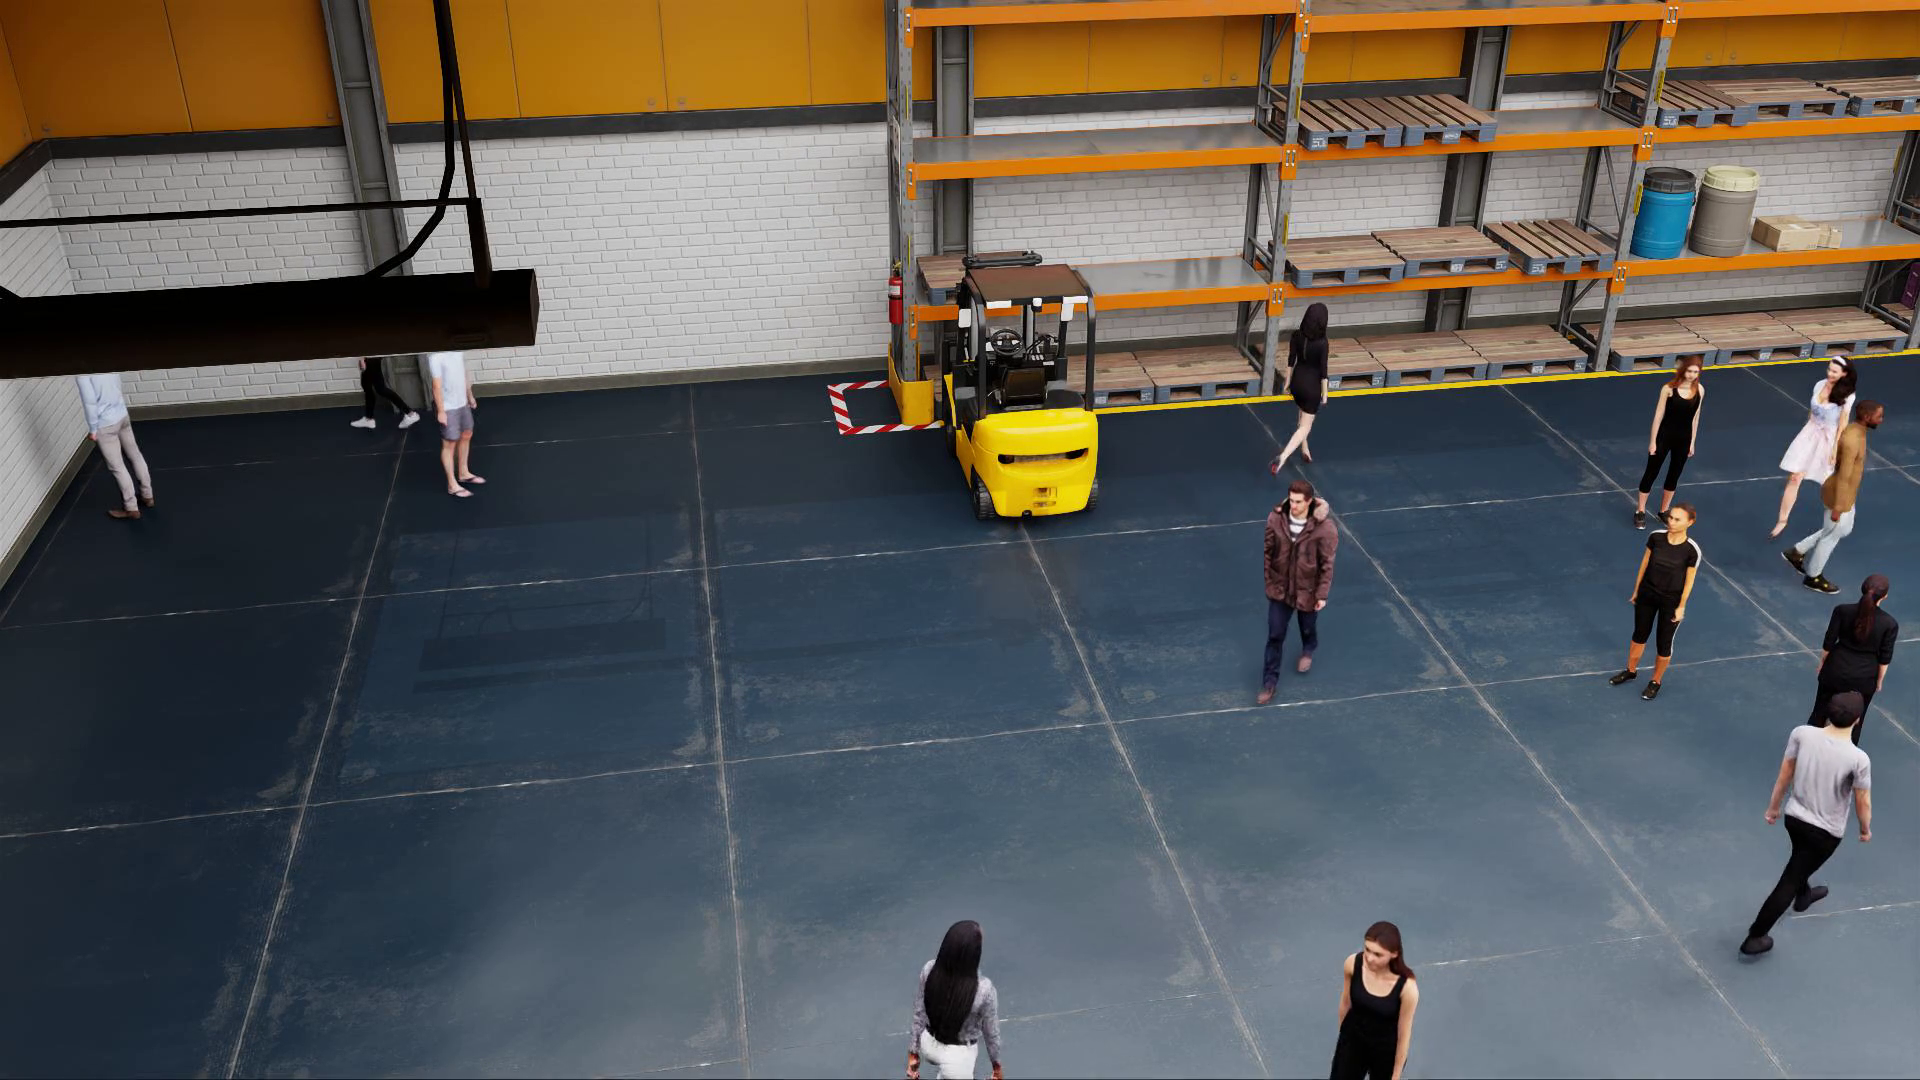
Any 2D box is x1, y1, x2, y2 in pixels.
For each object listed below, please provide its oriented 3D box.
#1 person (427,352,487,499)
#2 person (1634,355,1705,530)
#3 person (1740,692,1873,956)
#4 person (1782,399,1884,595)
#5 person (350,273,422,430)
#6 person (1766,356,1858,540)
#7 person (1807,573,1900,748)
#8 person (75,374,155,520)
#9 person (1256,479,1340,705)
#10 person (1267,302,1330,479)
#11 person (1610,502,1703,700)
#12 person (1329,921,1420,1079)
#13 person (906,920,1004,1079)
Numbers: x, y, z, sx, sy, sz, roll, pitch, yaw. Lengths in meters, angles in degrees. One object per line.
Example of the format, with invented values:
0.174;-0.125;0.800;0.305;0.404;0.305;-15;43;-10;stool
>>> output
-4.919;-1.319;16.046;0.717;1.828;0.738;7;29;13;person
6.607;-0.926;15.436;0.504;1.722;0.666;0;29;1;person
5.241;1.805;10.333;1.292;1.814;0.946;-15;32;-25;person
7.515;-0.402;14.390;0.926;1.804;0.865;17;33;28;person
-6.031;-1.925;17.262;1.047;1.727;0.714;0;29;-1;person
7.952;-0.845;15.235;1.296;1.773;0.912;-15;32;-25;person
6.414;0.982;12.001;0.694;1.662;0.748;20;34;32;person
-7.961;-1.110;15.594;0.729;1.893;0.746;7;29;13;person
2.673;0.341;13.021;1.227;1.812;1.223;14;32;24;person
3.327;-1.417;16.280;1.176;1.775;0.989;-23;36;-36;person
5.481;0.445;12.980;0.671;1.668;0.664;-21;35;-33;person
2.248;2.687;8.894;1.086;1.644;1.153;19;34;31;person
-0.115;2.790;8.697;1.186;1.651;1.267;17;33;28;person
